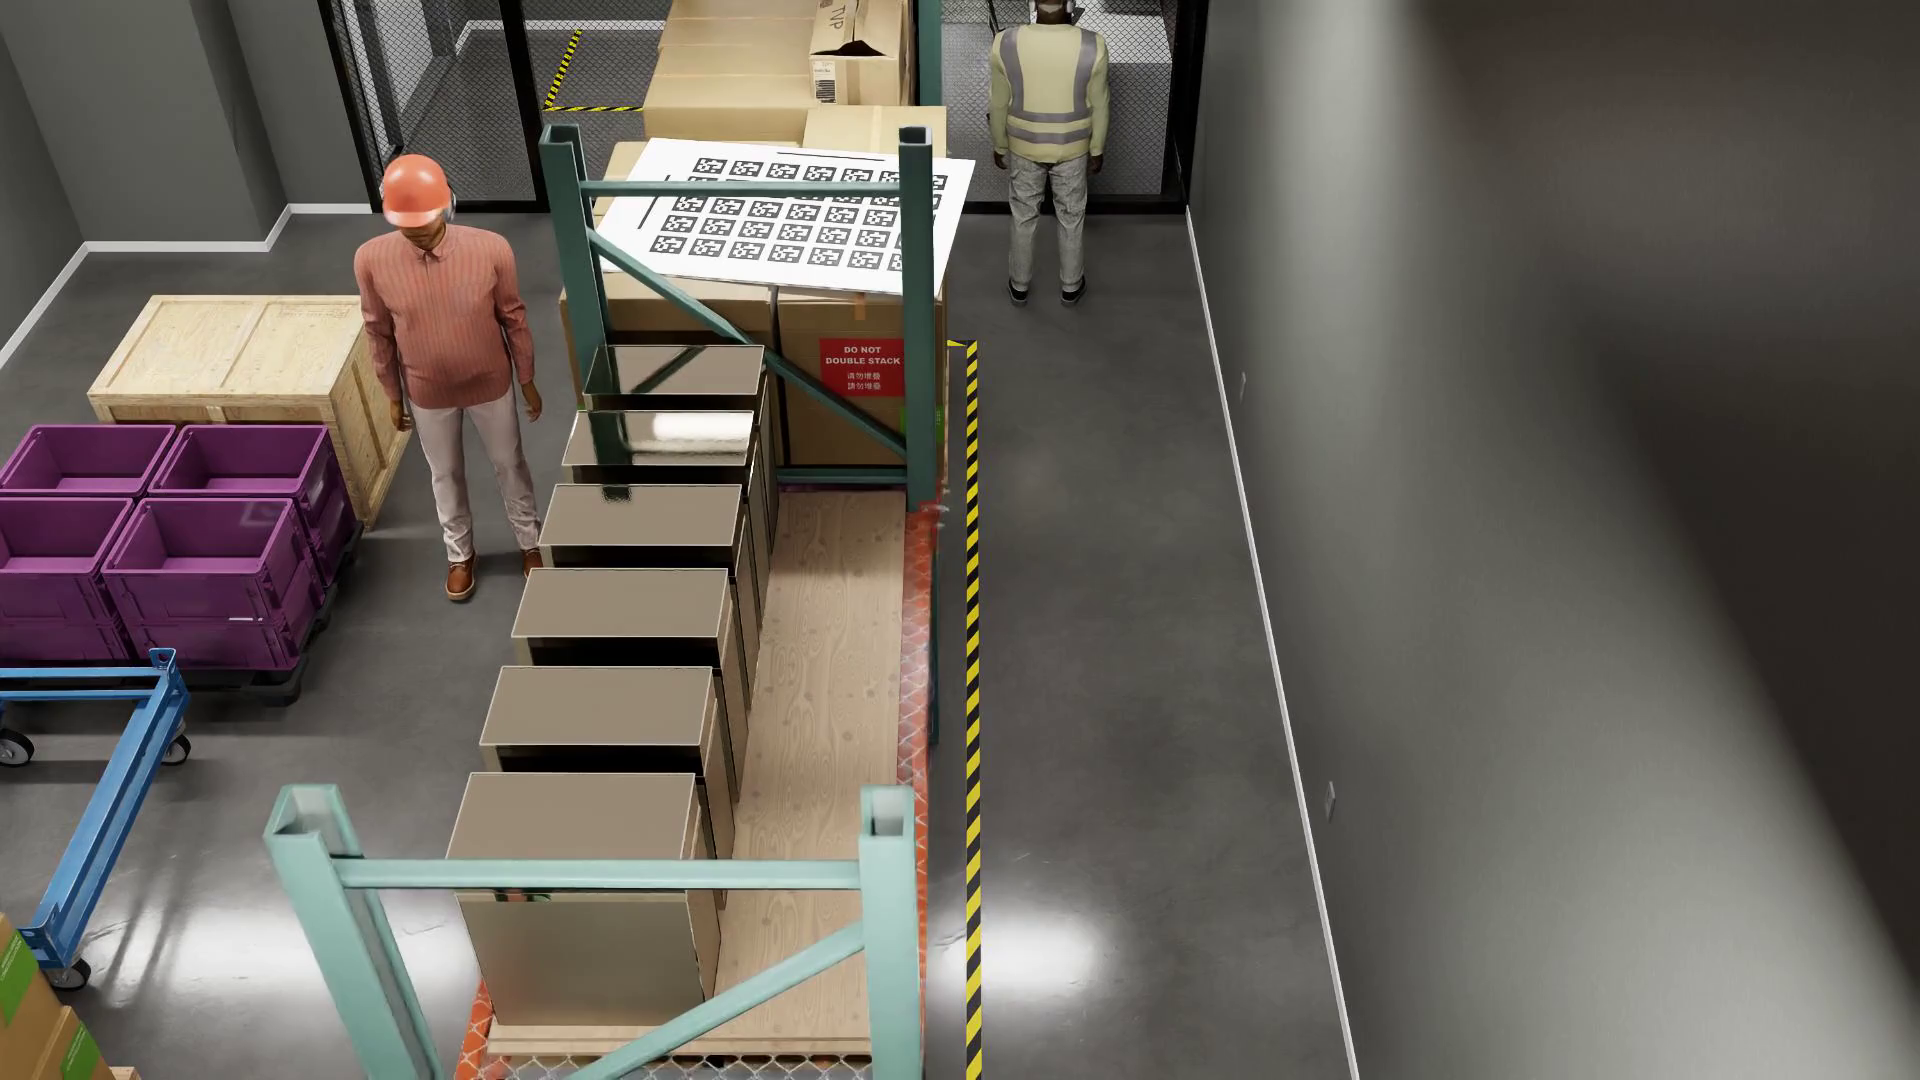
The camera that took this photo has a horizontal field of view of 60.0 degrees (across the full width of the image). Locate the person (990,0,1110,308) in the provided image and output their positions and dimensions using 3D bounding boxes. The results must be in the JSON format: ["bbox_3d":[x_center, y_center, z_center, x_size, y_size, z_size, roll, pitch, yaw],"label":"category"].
[{"bbox_3d":[0.441,-1.983,8.237,0.587,1.828,0.404,3,41,4],"label":"person"}]

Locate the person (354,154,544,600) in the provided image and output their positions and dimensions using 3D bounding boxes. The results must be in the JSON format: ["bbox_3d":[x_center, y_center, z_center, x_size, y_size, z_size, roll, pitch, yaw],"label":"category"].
[{"bbox_3d":[-1.968,-0.614,6.548,0.611,1.993,0.384,-9,42,-10],"label":"person"}]
